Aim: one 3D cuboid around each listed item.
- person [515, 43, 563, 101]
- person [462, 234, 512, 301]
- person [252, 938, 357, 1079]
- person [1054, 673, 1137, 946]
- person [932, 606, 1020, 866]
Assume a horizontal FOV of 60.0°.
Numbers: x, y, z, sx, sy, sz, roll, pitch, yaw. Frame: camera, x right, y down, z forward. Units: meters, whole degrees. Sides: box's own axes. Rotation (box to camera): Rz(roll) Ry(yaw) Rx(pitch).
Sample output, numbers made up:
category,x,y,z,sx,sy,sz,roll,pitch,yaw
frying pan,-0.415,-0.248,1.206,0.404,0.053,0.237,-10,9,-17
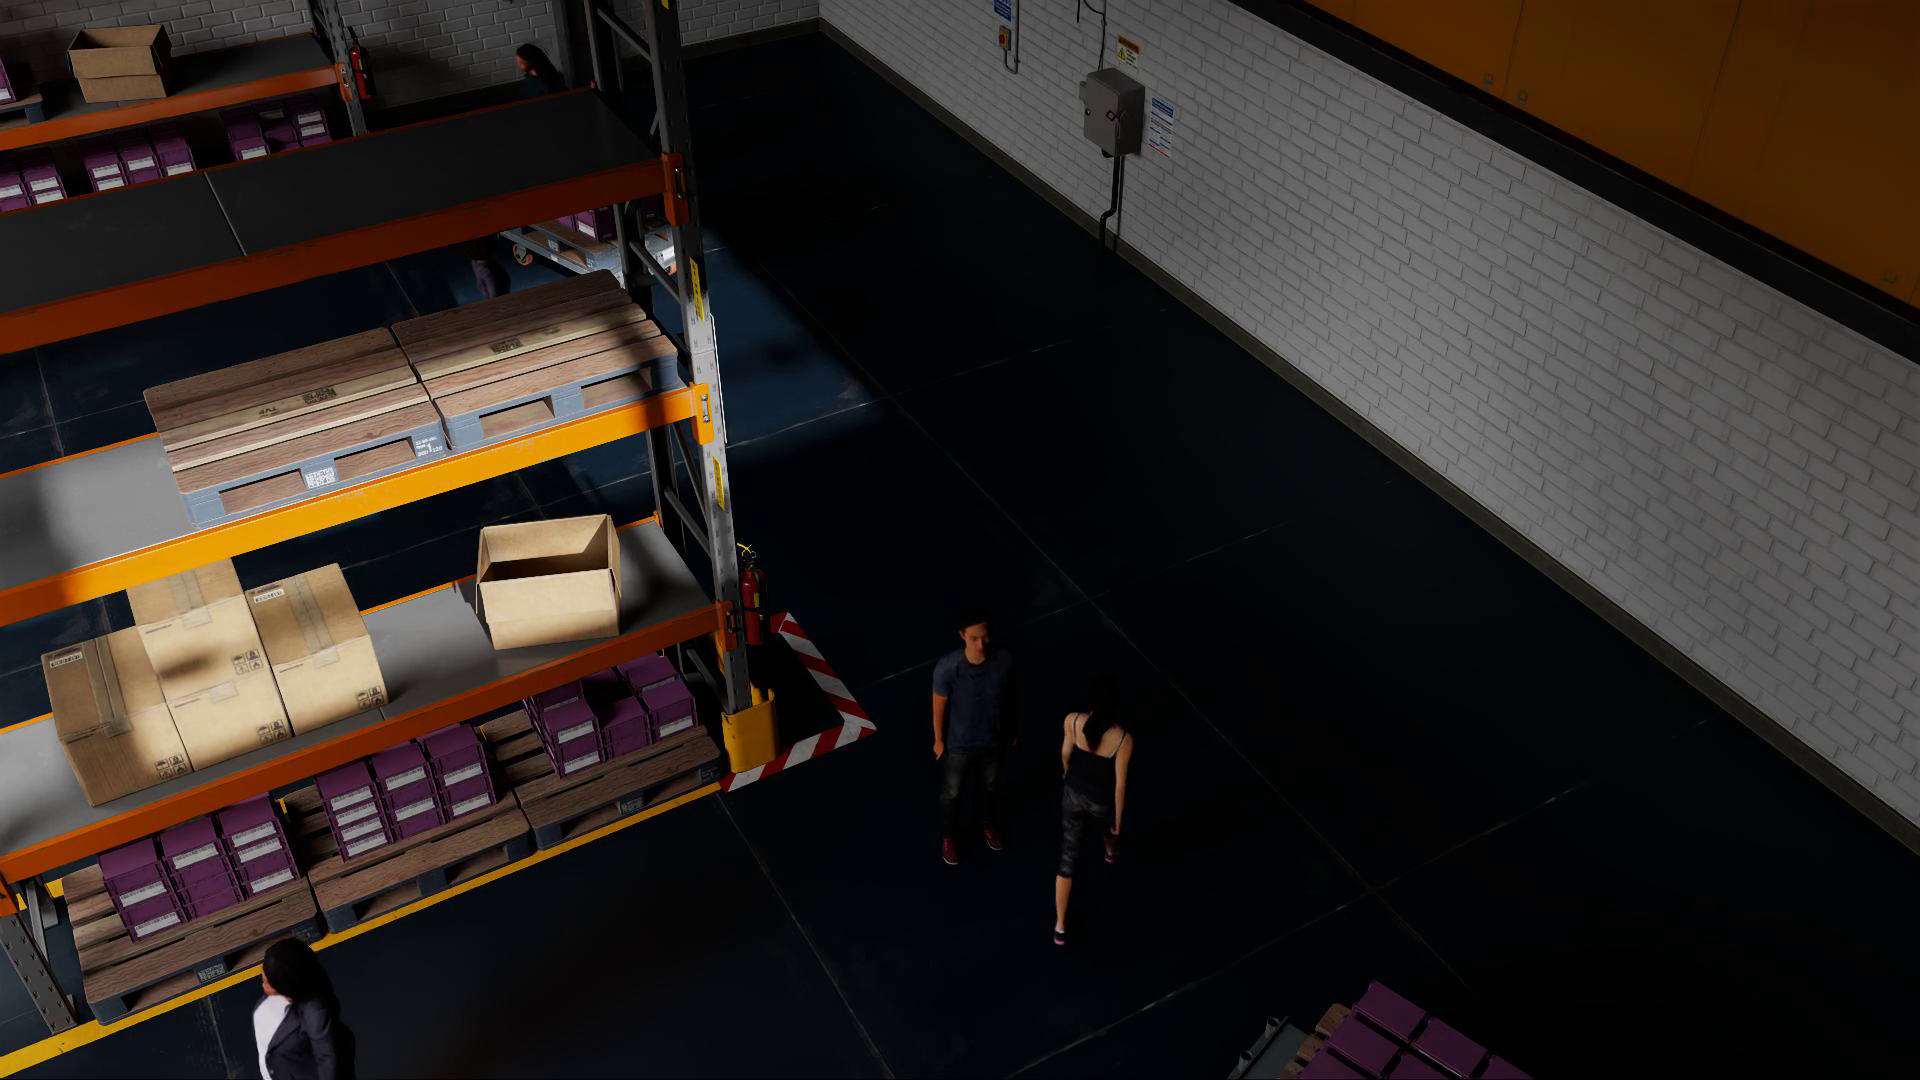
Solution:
category,x,y,z,sx,sy,sz,roll,pitch,yaw
person,-3.874,-3.992,15.923,1.143,1.571,0.692,-22,44,-26
person,-3.595,-1.687,12.925,0.516,1.710,0.597,-18,42,-21
person,-2.984,2.423,7.888,0.956,1.575,0.776,-27,46,-30
person,0.673,1.479,8.986,1.053,1.678,1.201,15,41,17
person,0.078,1.076,9.385,0.538,1.810,0.752,-13,40,-15
